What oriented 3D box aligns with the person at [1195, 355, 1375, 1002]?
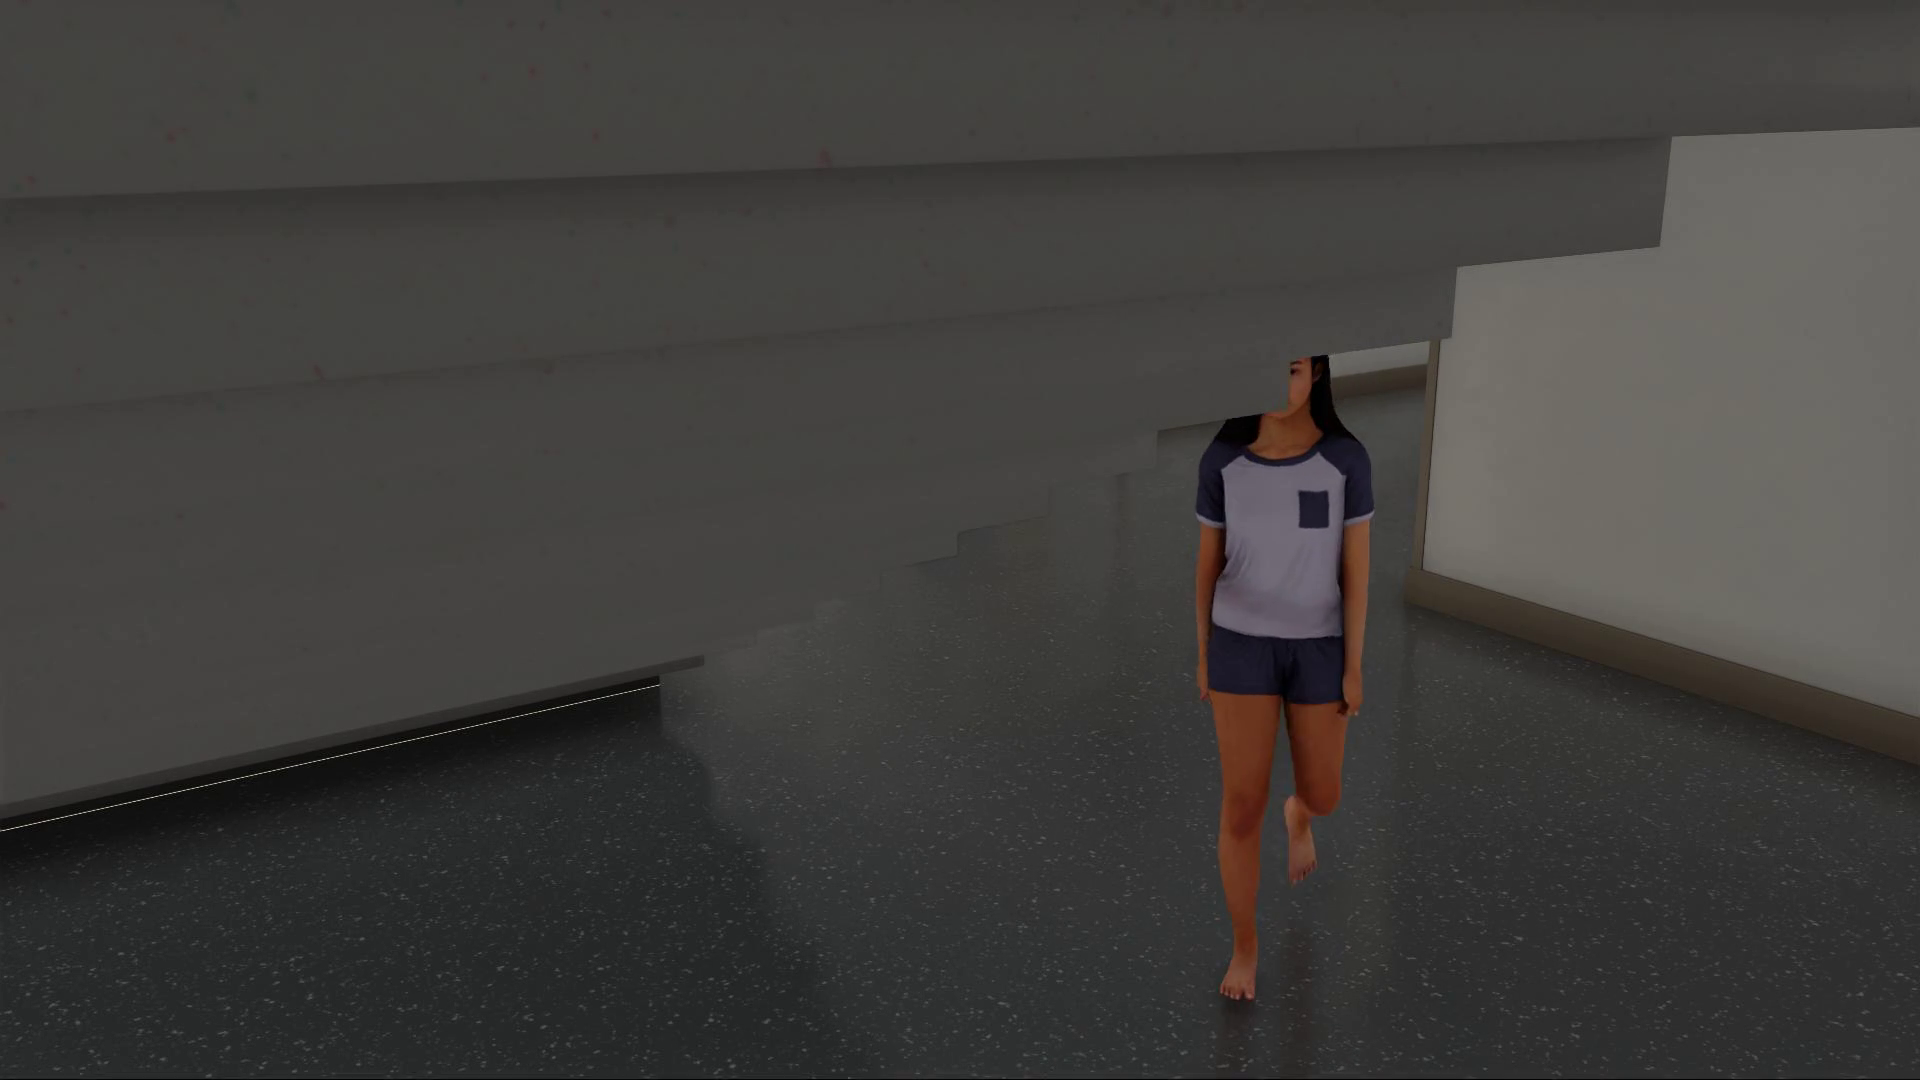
[{"bbox_3d":[0.822,0.274,4.236,0.935,1.718,0.990,3,16,11],"label":"person"}]
